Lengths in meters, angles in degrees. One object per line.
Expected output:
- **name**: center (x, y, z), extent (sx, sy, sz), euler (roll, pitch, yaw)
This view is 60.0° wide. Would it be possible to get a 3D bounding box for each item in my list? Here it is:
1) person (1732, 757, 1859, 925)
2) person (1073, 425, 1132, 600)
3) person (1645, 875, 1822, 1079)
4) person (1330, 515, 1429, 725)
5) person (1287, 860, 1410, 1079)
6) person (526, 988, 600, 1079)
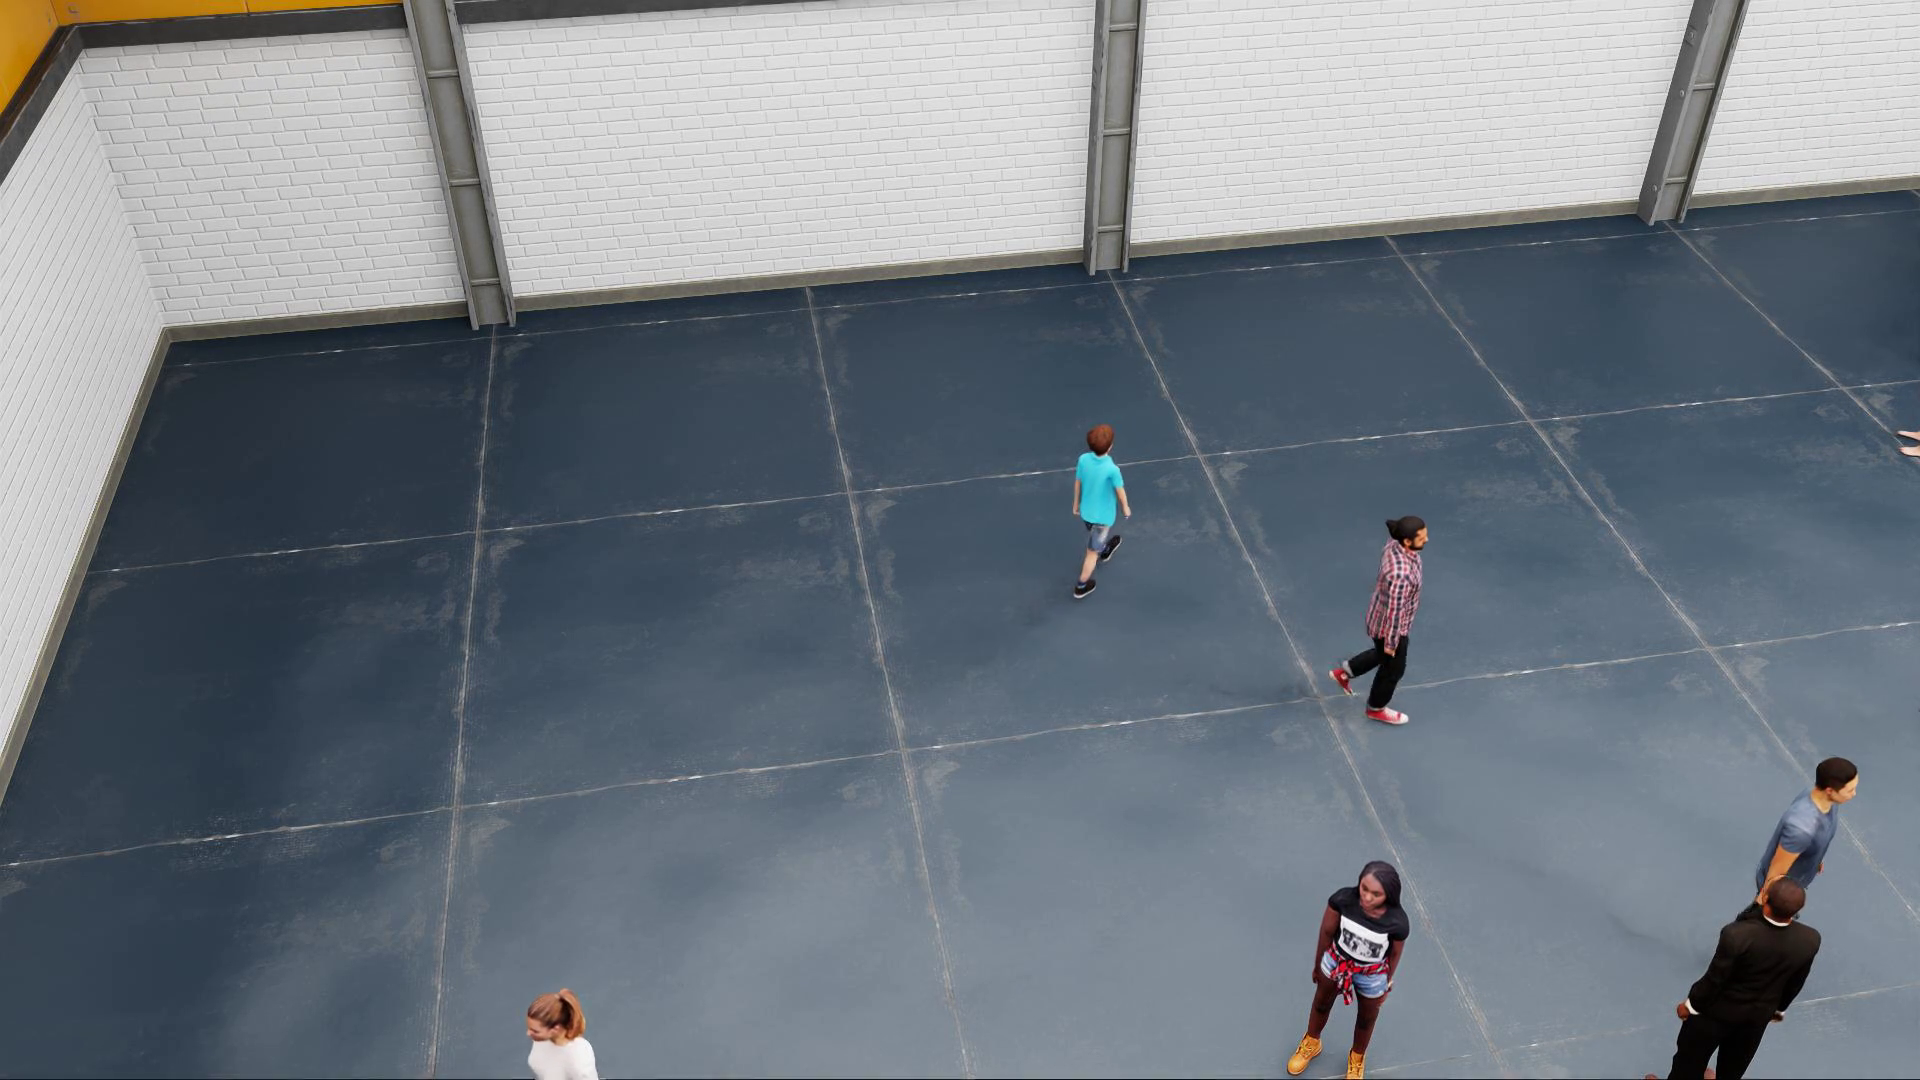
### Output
- **person**: center (4.622, 1.869, 9.468), extent (0.862, 1.802, 0.781), euler (29, 47, 31)
- **person**: center (0.982, -0.188, 12.353), extent (0.857, 1.416, 0.984), euler (31, 48, 33)
- **person**: center (4.056, 2.420, 8.697), extent (0.604, 1.904, 0.805), euler (0, 39, 0)
- **person**: center (2.843, 0.521, 11.201), extent (0.932, 1.747, 0.853), euler (7, 39, 8)
- **person**: center (2.124, 2.325, 8.956), extent (0.704, 1.729, 0.781), euler (17, 42, 20)
- **person**: center (-1.856, 2.803, 8.375), extent (0.757, 1.708, 0.729), euler (-22, 44, -25)
